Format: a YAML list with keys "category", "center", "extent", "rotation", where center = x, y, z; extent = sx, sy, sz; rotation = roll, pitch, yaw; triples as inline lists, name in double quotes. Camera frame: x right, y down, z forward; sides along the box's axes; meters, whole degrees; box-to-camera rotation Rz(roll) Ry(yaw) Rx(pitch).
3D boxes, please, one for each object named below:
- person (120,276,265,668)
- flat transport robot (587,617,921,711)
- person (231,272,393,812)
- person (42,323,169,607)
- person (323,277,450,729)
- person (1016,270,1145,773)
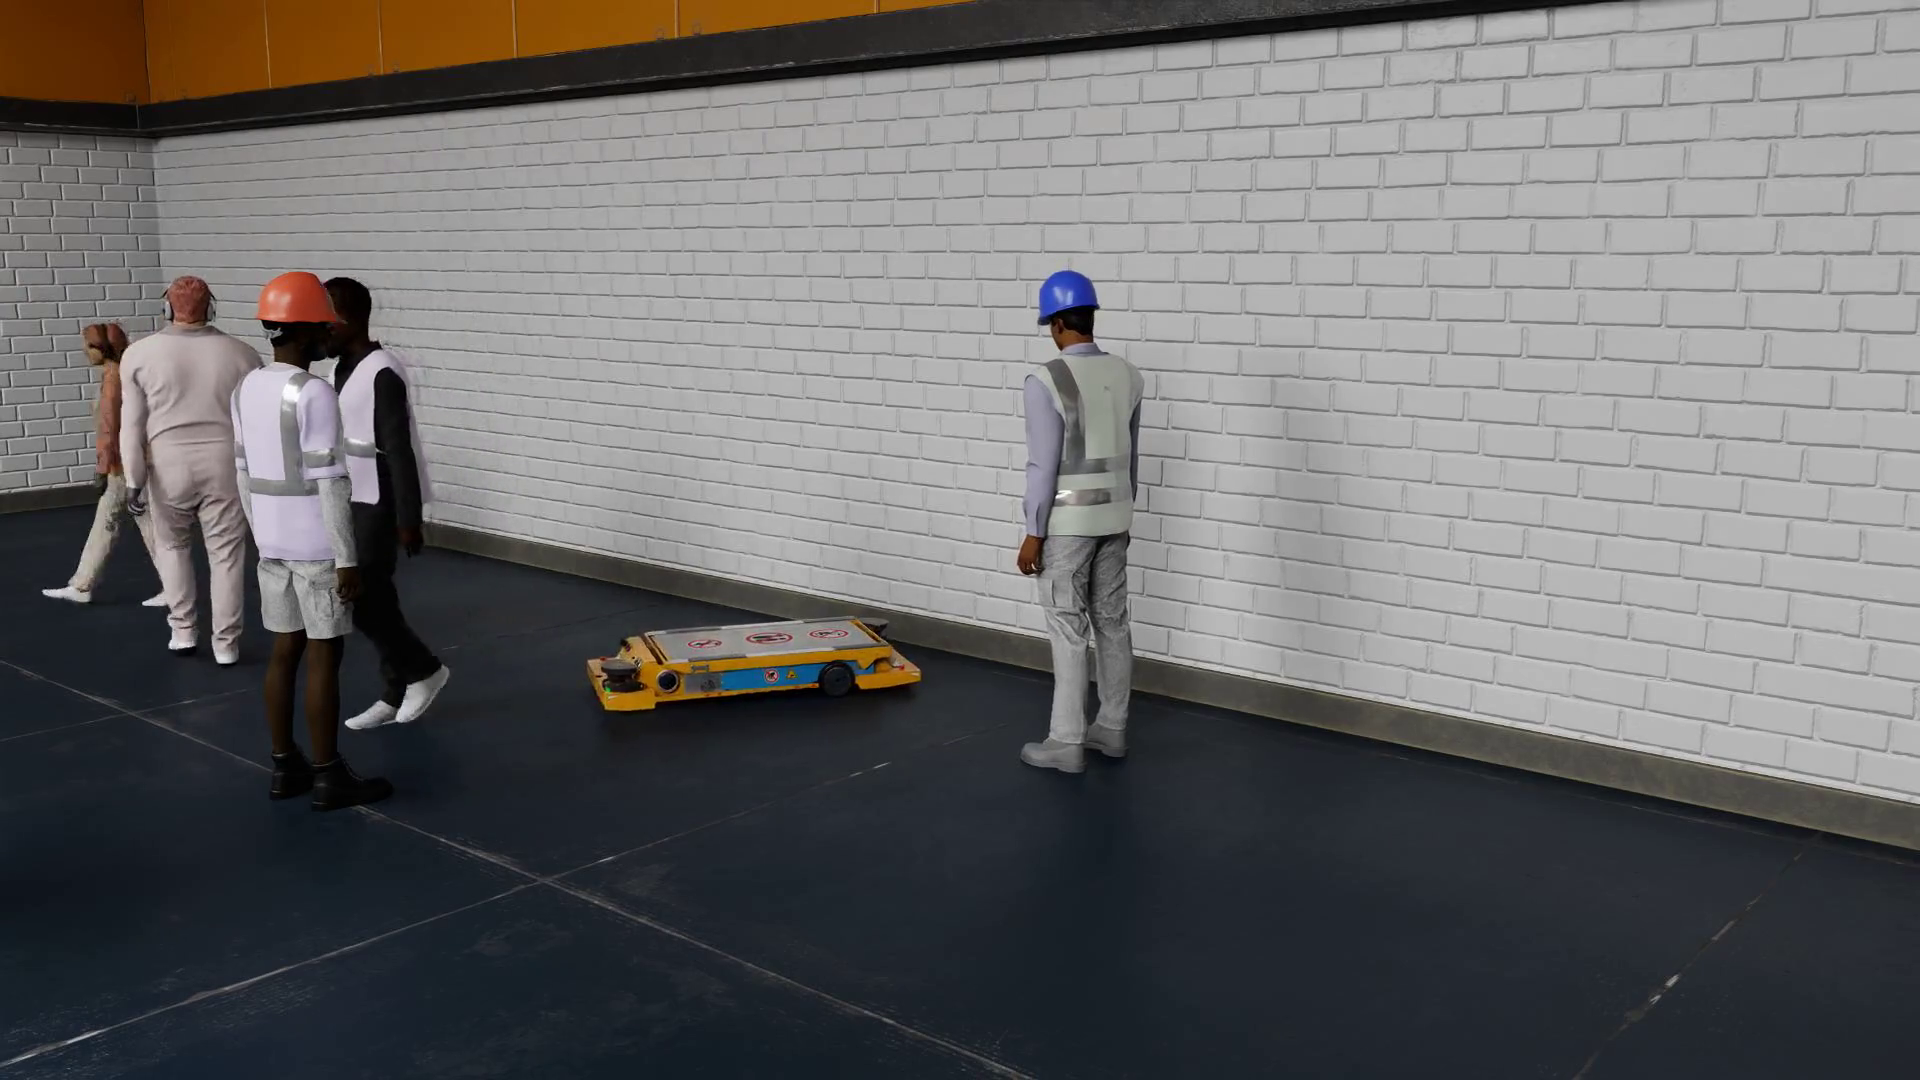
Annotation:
- category: "person"
  center: [-3.718, -0.336, 8.127]
  extent: [0.686, 1.885, 0.700]
  rotation: [-5, 11, -28]
- category: "flat transport robot"
  center: [-0.957, 0.553, 7.668]
  extent: [1.431, 0.197, 0.652]
  rotation: [-3, 11, -19]
- category: "person"
  center: [-2.352, 0.010, 6.019]
  extent: [0.552, 1.936, 0.358]
  rotation: [7, 12, 35]
- category: "person"
  center: [-4.743, -0.392, 9.237]
  extent: [0.822, 1.594, 0.541]
  rotation: [-4, 11, -23]
- category: "person"
  center: [-2.454, -0.135, 6.936]
  extent: [0.462, 1.898, 0.629]
  rotation: [-8, 13, -37]
- category: "person"
  center: [0.450, -0.068, 6.472]
  extent: [0.606, 1.934, 0.417]
  rotation: [-9, 14, -42]
